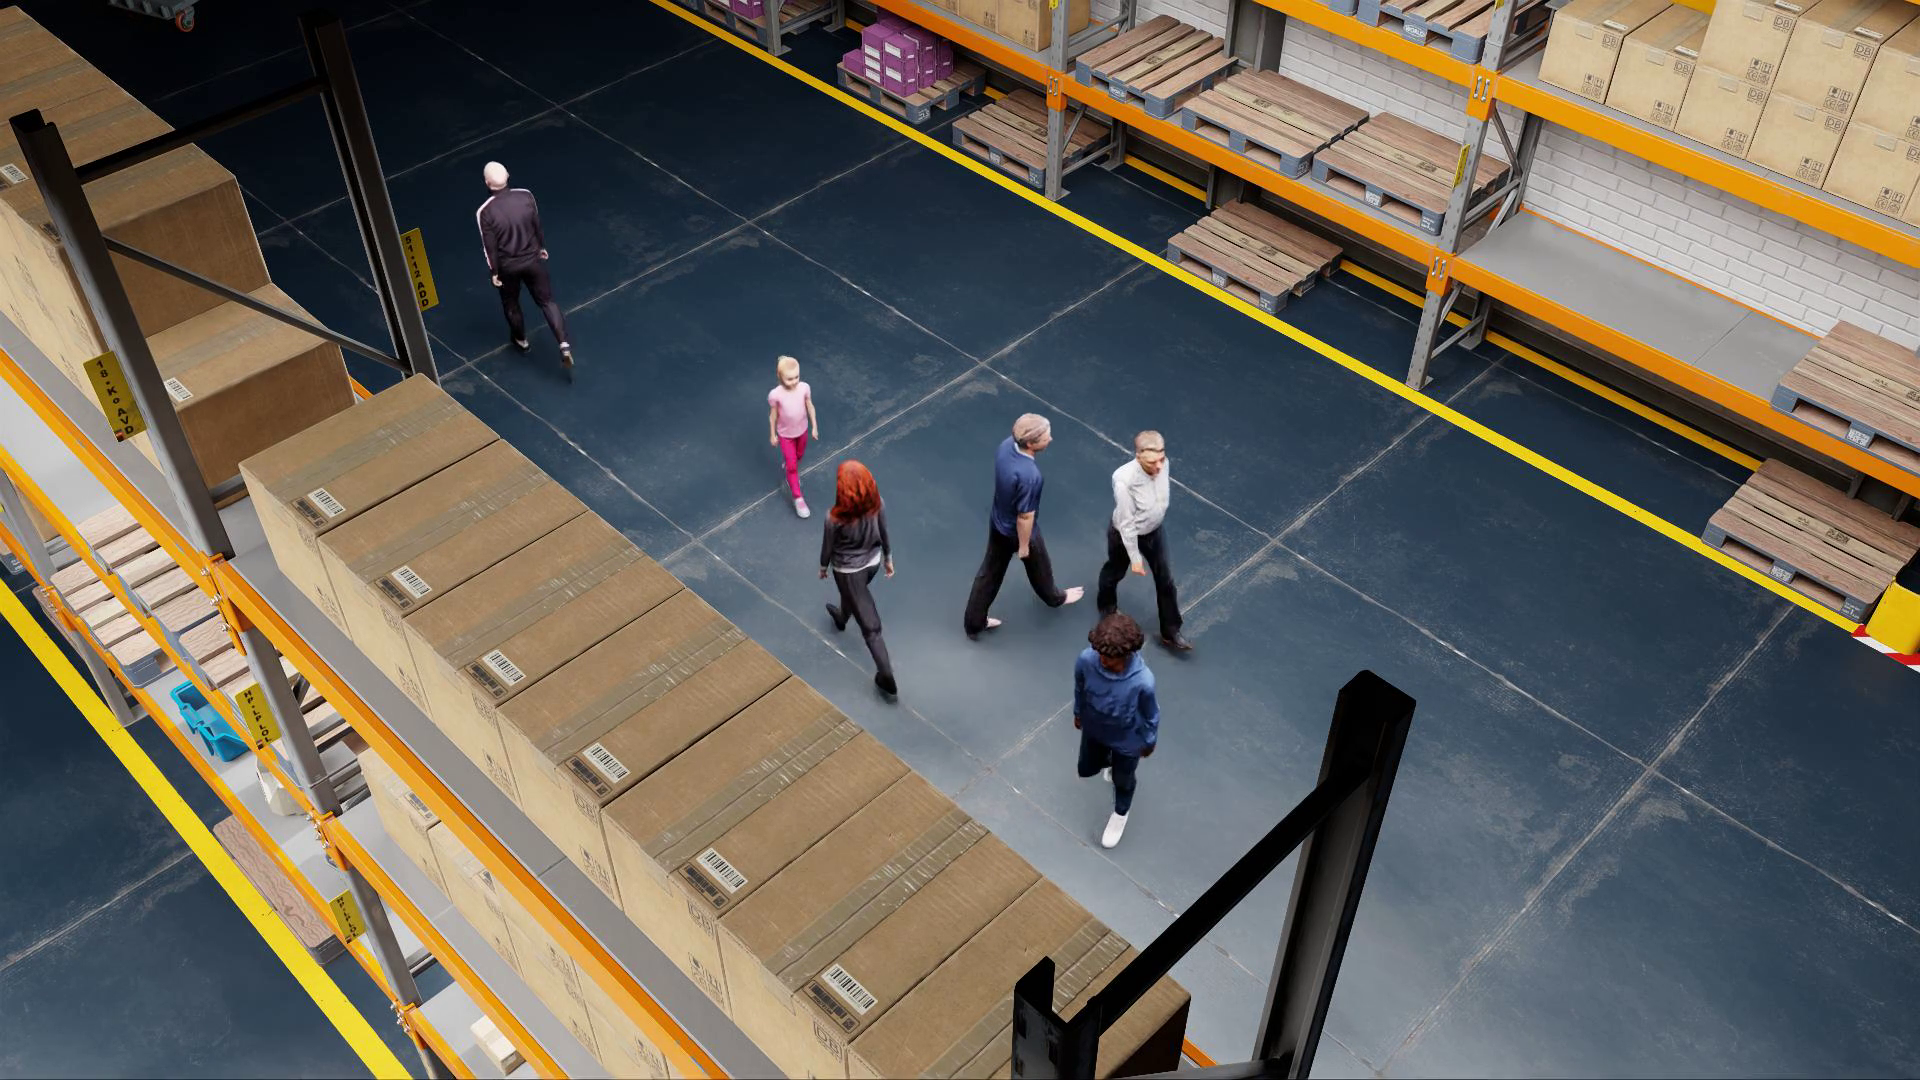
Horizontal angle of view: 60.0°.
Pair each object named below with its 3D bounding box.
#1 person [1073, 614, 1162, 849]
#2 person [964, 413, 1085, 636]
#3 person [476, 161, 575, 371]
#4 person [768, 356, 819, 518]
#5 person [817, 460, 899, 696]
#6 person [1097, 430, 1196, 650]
[{"bbox_3d":[0.932,1.041,9.813,0.845,1.791,0.876,18,47,18],"label":"person"},{"bbox_3d":[0.281,-0.049,10.940,0.992,1.815,1.153,-19,47,-19],"label":"person"},{"bbox_3d":[-3.427,-2.119,13.116,0.827,1.810,1.157,-26,49,-24],"label":"person"},{"bbox_3d":[-1.245,-0.842,12.176,0.646,1.258,0.852,-18,46,-18],"label":"person"},{"bbox_3d":[-0.614,0.270,10.673,0.707,1.720,1.206,-26,49,-24],"label":"person"},{"bbox_3d":[1.098,-0.087,11.005,0.732,1.779,1.068,-29,50,-27],"label":"person"}]
